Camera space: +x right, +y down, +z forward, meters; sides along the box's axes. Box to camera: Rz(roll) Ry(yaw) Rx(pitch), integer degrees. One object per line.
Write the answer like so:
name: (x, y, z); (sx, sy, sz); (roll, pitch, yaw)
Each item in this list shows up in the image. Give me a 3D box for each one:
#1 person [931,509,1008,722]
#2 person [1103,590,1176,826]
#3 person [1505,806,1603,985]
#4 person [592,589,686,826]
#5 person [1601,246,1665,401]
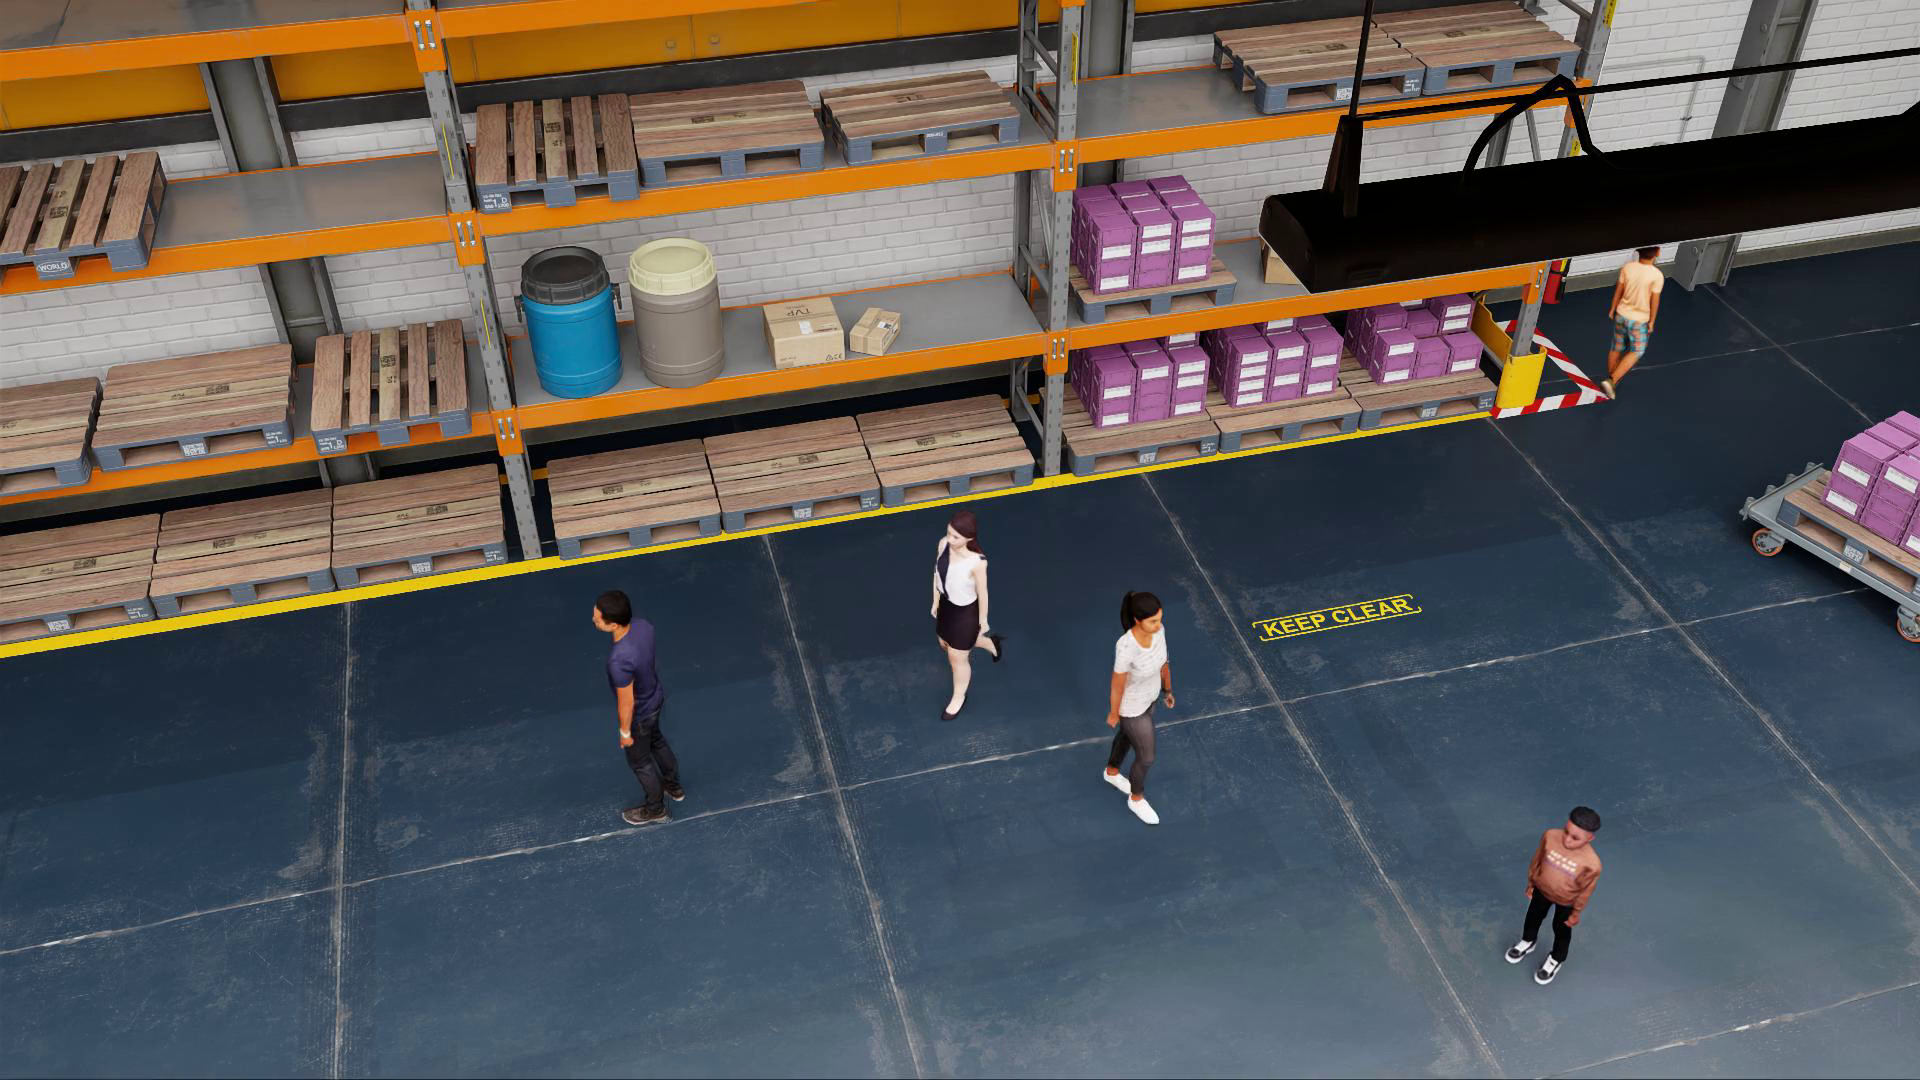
person: (0.062, 0.431, 10.558); (0.945, 1.633, 0.798); (-32, 48, -33)
person: (0.986, 0.917, 9.954); (0.833, 1.627, 0.790); (25, 45, 28)
person: (3.261, 1.900, 9.024); (0.583, 1.252, 0.577); (-27, 46, -30)
person: (-1.863, 0.956, 9.779); (0.718, 1.785, 0.762); (8, 39, 10)
person: (5.434, -1.789, 13.484); (0.747, 1.451, 0.863); (32, 48, 33)
